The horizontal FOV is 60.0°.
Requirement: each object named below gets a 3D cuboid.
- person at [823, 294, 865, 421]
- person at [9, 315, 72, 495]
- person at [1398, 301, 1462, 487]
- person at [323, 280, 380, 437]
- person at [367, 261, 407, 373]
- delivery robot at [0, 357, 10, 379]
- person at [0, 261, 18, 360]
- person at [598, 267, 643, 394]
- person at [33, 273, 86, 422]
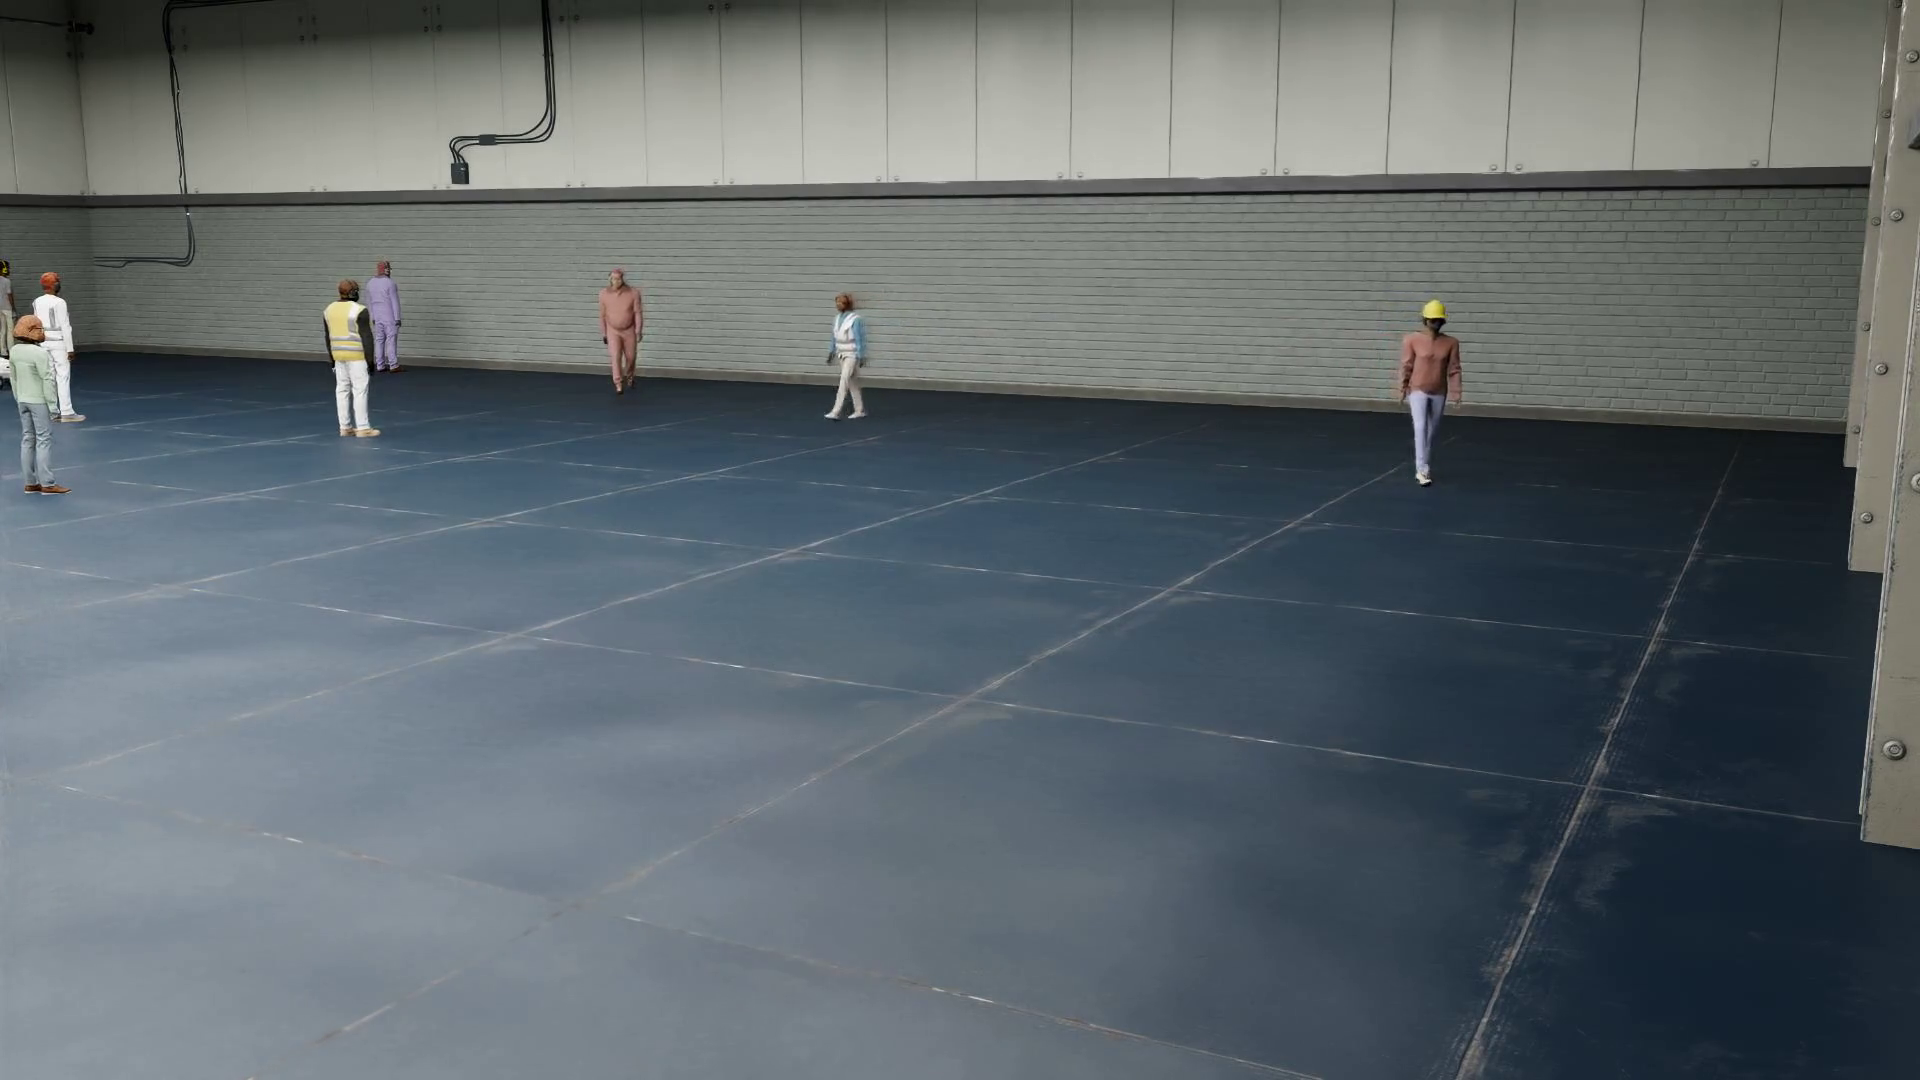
[{"bbox_3d":[-1.505,-2.314,21.143,0.823,1.599,0.531,-8,13,-37],"label":"person"},{"bbox_3d":[-8.406,-1.226,15.141,0.508,1.632,0.271,5,12,26],"label":"person"},{"bbox_3d":[4.417,-1.349,15.508,0.552,1.729,0.826,-1,10,-3],"label":"person"},{"bbox_3d":[-7.111,-2.115,19.488,0.655,1.832,0.430,4,11,20],"label":"person"},{"bbox_3d":[-9.848,-3.828,28.584,0.653,1.906,0.408,5,12,26],"label":"person"},{"bbox_3d":[-14.694,-2.607,25.361,0.477,0.478,0.707,3,11,18],"label":"delivery robot"},{"bbox_3d":[-17.972,-4.319,31.361,0.535,1.869,0.314,5,12,26],"label":"person"},{"bbox_3d":[-5.075,-3.139,24.904,0.639,1.881,0.753,-2,11,-13],"label":"person"},{"bbox_3d":[-11.411,-2.429,21.016,0.585,1.882,0.343,5,12,26],"label":"person"}]
